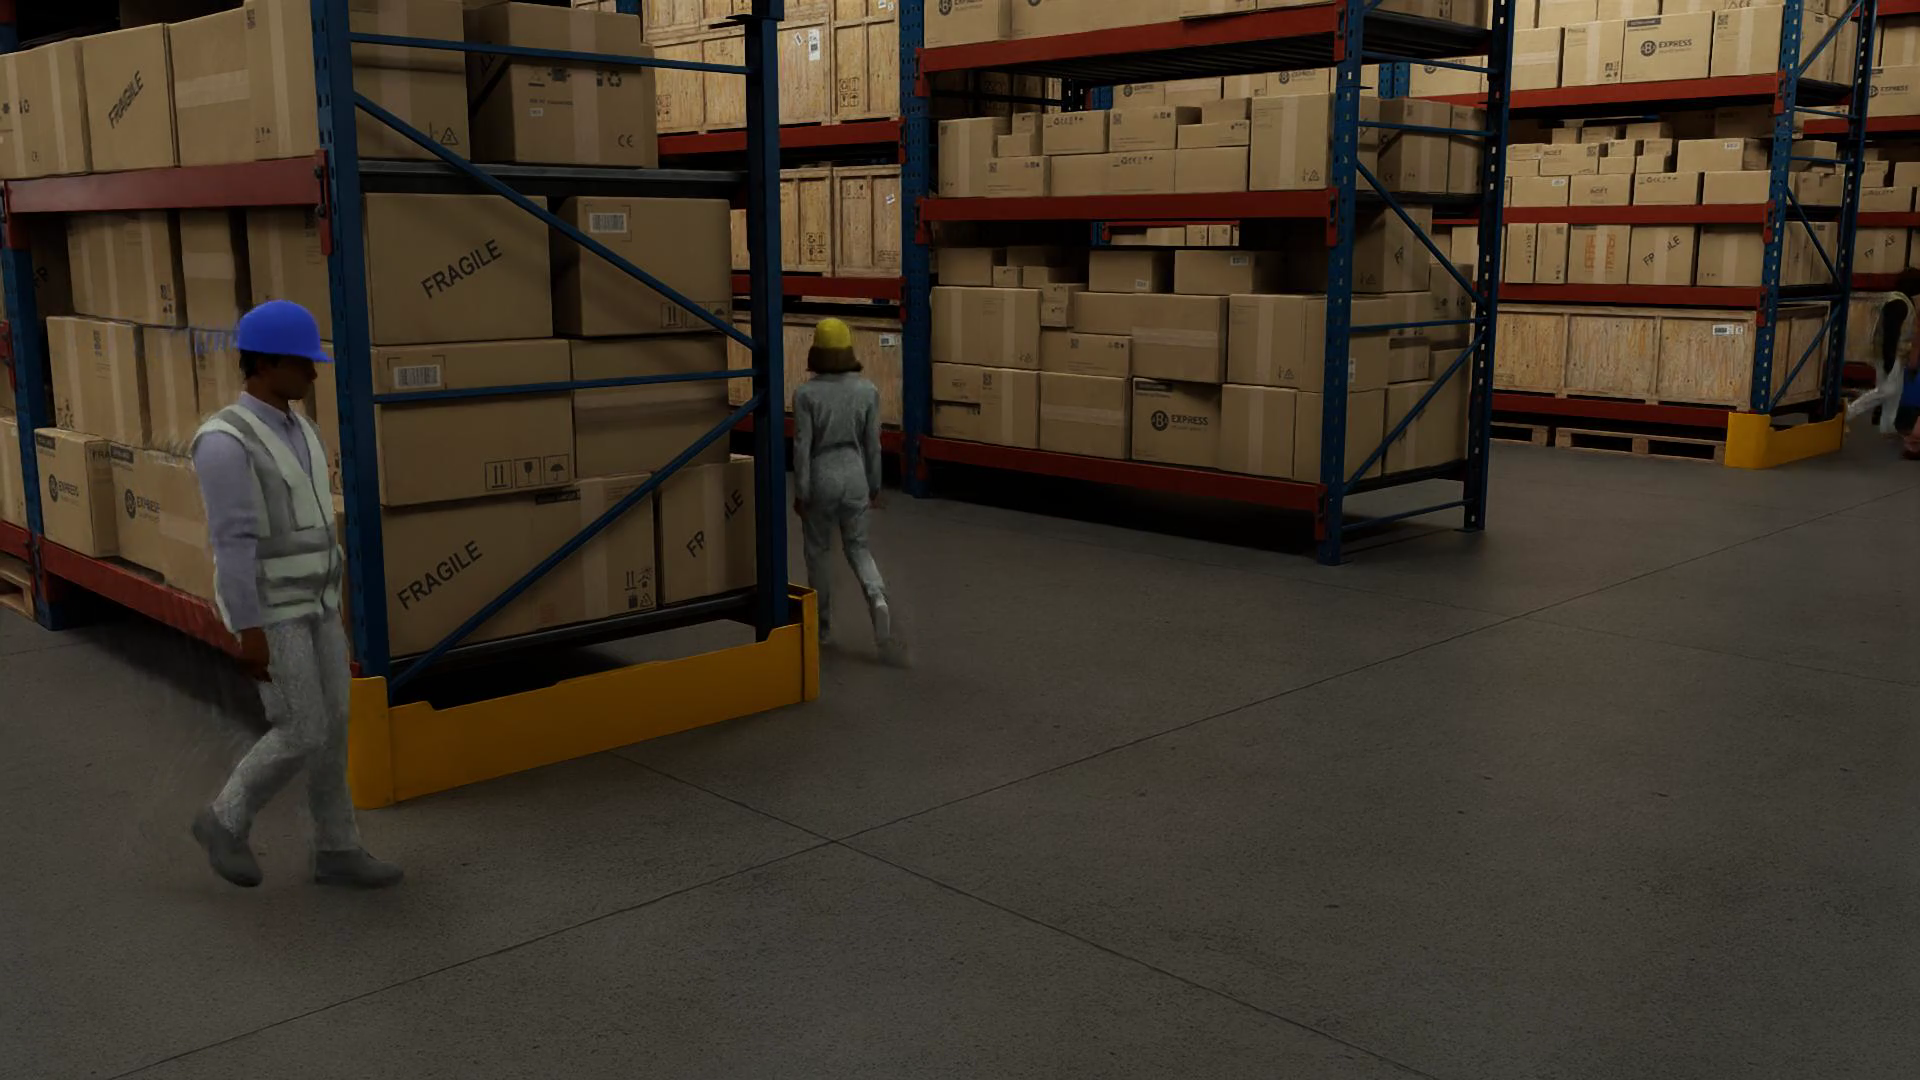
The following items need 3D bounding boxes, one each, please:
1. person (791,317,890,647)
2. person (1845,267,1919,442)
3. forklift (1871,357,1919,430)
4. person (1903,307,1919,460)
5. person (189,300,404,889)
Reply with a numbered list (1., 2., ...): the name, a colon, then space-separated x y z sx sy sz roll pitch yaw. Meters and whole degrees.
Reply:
1. person: -0.604 -0.274 8.521 0.488 1.726 0.638 -5 12 -26
2. person: 9.518 -1.909 17.204 0.677 1.813 0.662 6 12 31
3. forklift: 10.853 -2.487 17.416 1.129 2.768 1.873 -7 13 -34
4. person: 9.431 -1.678 15.835 1.043 1.848 0.638 -3 11 -18
5. person: -2.148 0.209 5.300 0.566 1.928 0.636 1 10 7
